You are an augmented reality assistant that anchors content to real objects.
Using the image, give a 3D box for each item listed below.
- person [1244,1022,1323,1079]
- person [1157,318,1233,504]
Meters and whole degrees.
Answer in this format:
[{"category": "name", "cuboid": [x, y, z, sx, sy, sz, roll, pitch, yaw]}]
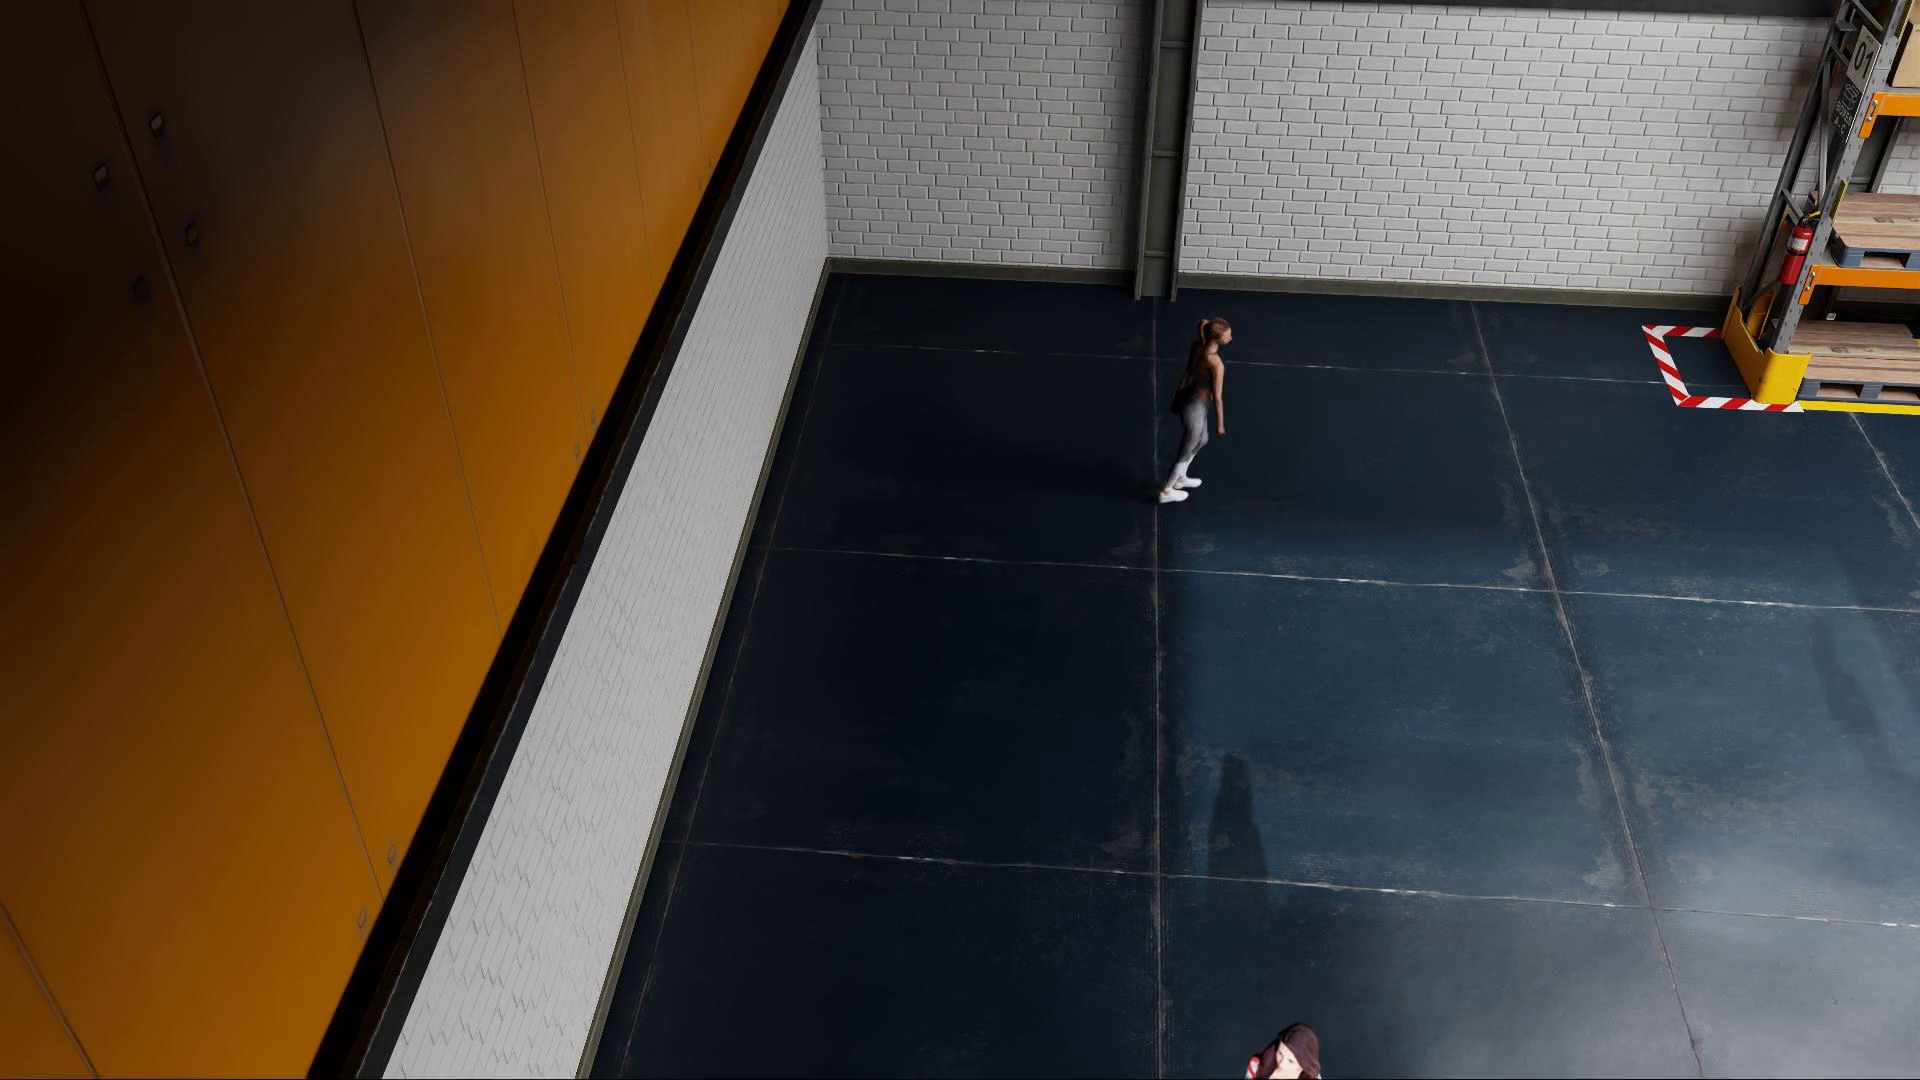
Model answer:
[{"category": "person", "cuboid": [1.544, 2.876, 8.098, 0.621, 1.614, 0.722, 27, 46, 29]}, {"category": "person", "cuboid": [1.751, -0.981, 12.884, 0.772, 1.668, 0.696, -17, 42, -20]}]
